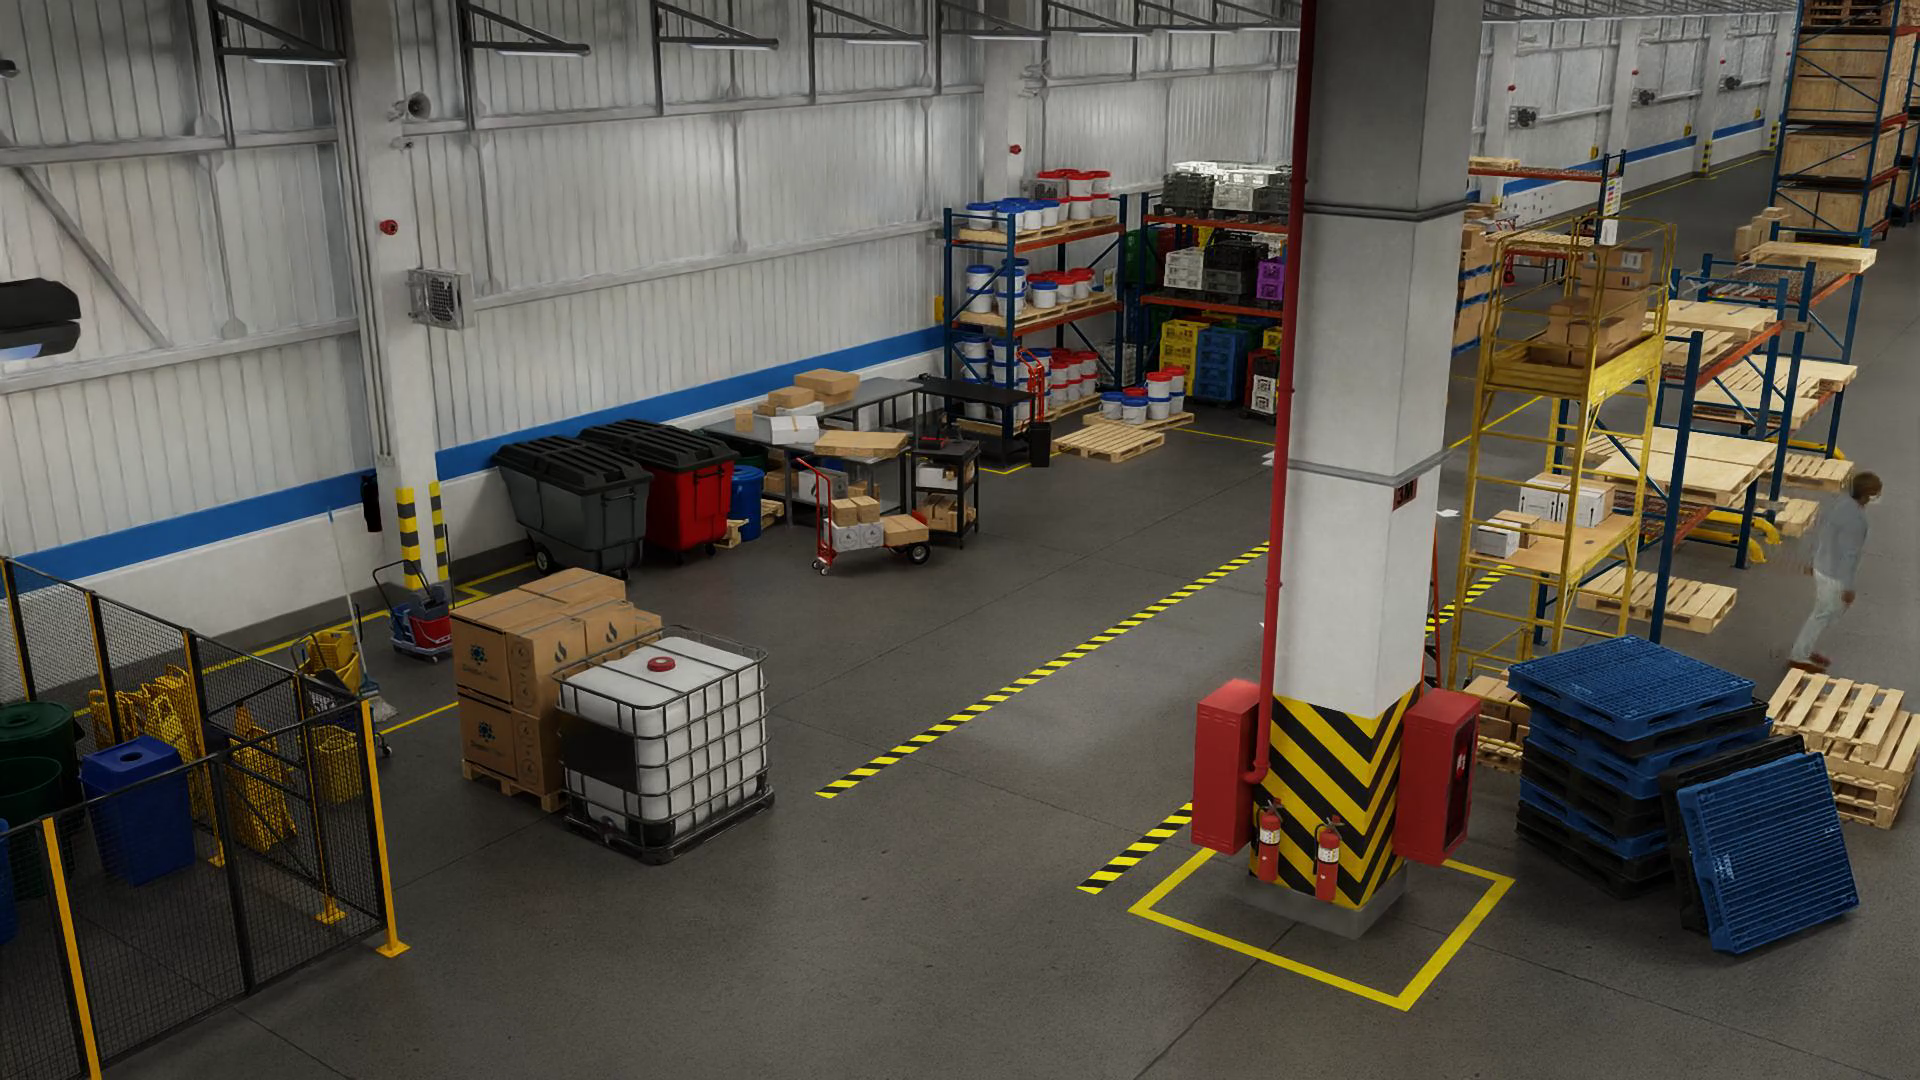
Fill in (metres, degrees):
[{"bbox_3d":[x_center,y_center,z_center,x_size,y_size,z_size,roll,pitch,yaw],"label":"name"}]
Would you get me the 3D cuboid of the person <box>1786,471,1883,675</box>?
[{"bbox_3d":[7.505,0.291,14.282,0.532,1.897,0.649,8,20,23],"label":"person"}]
